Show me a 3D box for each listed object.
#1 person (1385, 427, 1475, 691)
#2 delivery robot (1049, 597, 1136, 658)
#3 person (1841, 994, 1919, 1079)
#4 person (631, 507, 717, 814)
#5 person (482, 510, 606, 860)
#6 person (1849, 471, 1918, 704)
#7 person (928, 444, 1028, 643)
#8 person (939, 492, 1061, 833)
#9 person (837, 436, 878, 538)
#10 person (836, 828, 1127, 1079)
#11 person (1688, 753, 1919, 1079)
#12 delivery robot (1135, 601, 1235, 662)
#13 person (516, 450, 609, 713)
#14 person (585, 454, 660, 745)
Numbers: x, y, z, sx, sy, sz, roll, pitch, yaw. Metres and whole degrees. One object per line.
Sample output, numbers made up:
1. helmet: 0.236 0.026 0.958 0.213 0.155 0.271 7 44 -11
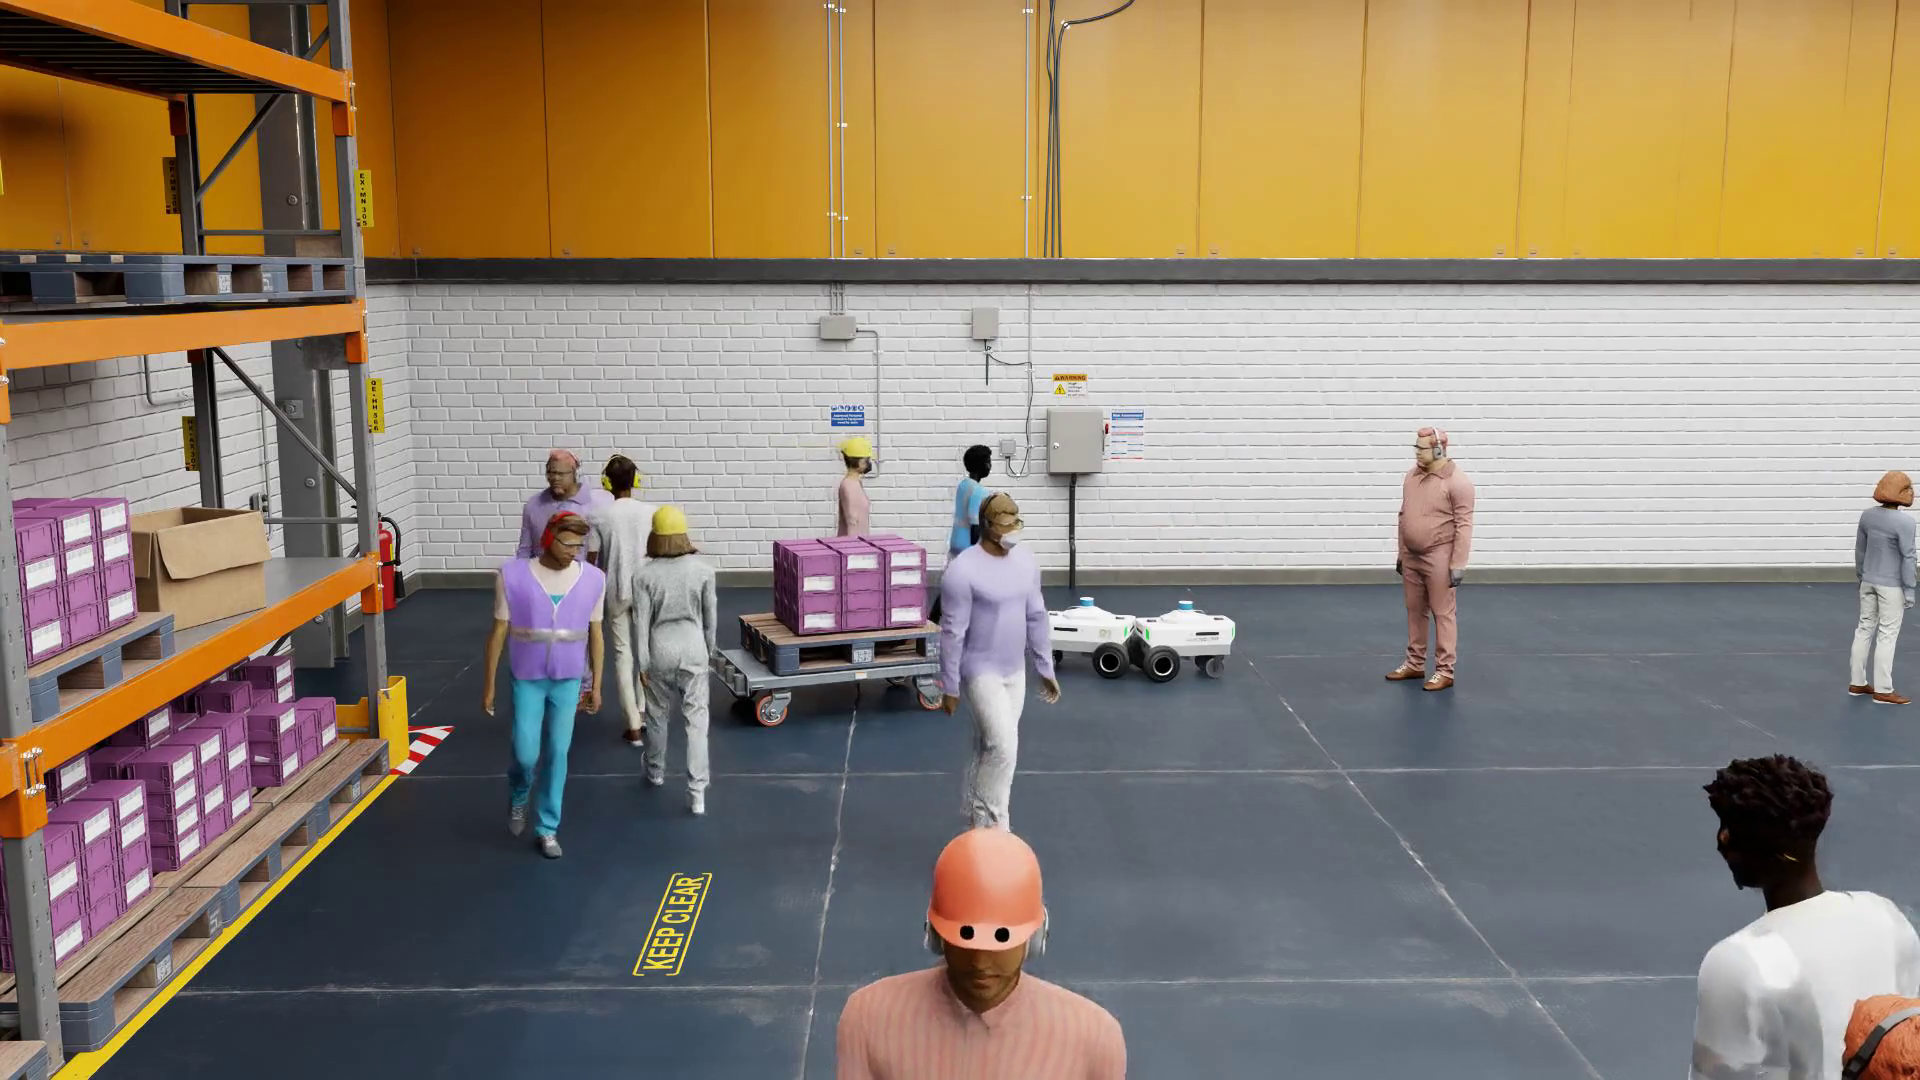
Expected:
1. person: 3.385 0.132 12.033 0.401 1.904 0.648 -5 10 -27
2. delivery robot: 0.951 0.676 12.534 0.707 0.478 0.477 3 10 16
3. person: 1.504 1.658 2.742 0.573 1.883 0.354 -2 10 -13
4. person: -1.627 0.653 9.486 0.494 1.695 0.912 -3 10 -18
5. person: -2.149 0.735 8.608 0.660 1.809 0.497 -5 10 -26
6. person: 6.491 0.326 11.667 0.273 1.632 0.508 -2 9 -12
7. person: 0.084 0.058 13.255 0.869 1.653 0.538 -3 10 -20
8. person: 0.259 0.716 8.438 0.743 1.916 0.633 8 12 41
9. person: -0.868 0.072 12.836 0.485 1.750 0.542 1 9 3
10. person: 0.030 1.513 3.473 0.613 1.948 1.037 2 9 12
11. person: 1.891 1.438 3.926 0.644 1.932 0.739 -5 10 -26
12. delivery robot: 1.680 0.698 12.405 0.707 0.478 0.477 -1 9 -9
13. person: -2.606 0.325 11.064 0.641 1.874 0.986 3 10 16
14. person: -2.166 0.369 10.738 0.554 1.845 0.662 -4 10 -21
